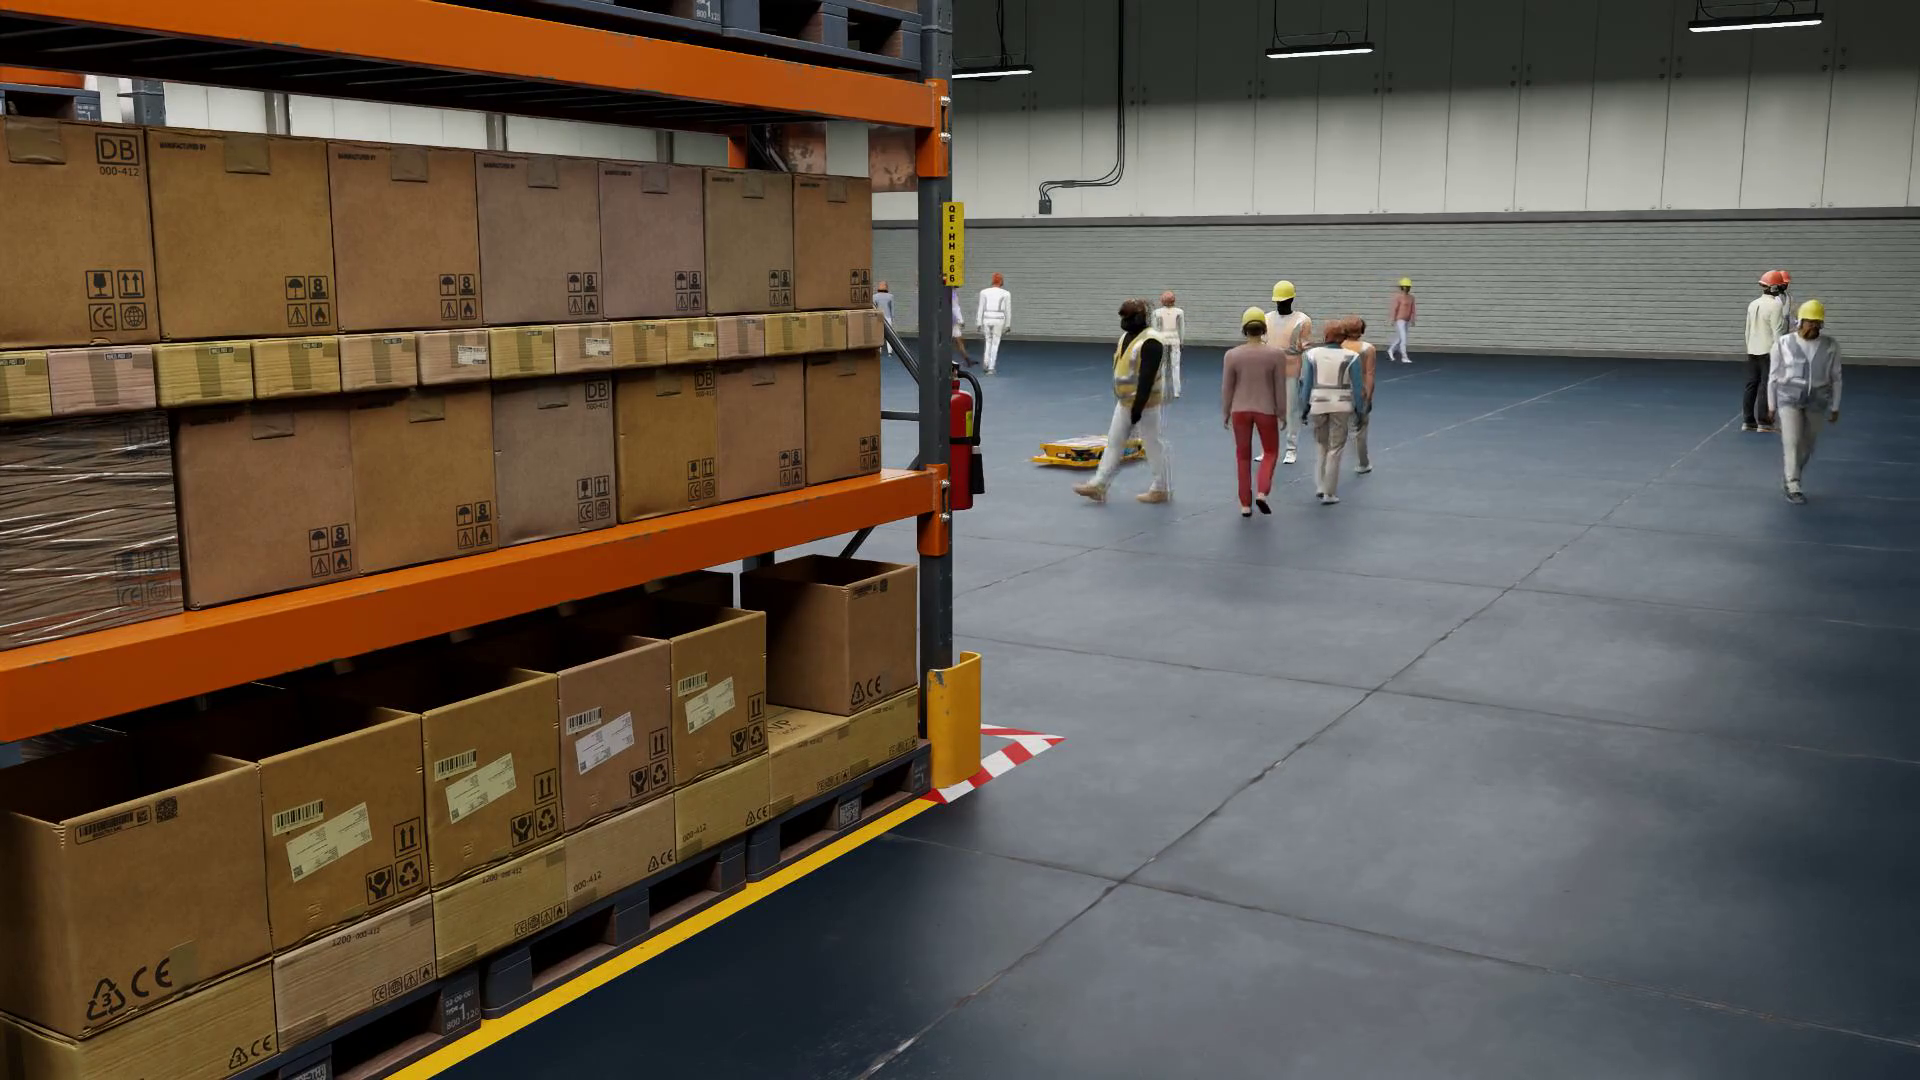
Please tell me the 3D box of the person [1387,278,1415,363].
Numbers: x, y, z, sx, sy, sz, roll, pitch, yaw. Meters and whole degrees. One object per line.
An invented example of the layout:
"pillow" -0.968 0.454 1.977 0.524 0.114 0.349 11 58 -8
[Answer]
"person" 9.075 -4.525 34.210 0.542 1.741 0.750 -6 11 -30

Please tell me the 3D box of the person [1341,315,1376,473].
"person" 3.840 -1.420 16.436 0.529 1.598 0.843 7 12 35

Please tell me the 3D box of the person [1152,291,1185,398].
"person" 3.187 -2.986 25.489 0.514 1.642 0.311 -1 10 -3

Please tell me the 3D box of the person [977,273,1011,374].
"person" 0.658 -4.002 30.789 0.594 1.857 0.684 4 10 22

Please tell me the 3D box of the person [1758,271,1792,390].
"person" 13.256 -3.389 26.977 0.543 1.939 0.361 -3 10 -18

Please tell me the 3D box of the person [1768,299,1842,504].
"person" 7.534 -1.251 14.880 0.591 1.806 0.779 2 10 12

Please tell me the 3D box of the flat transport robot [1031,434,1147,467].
"flat transport robot" 1.431 -0.952 17.586 0.652 0.197 1.431 8 12 37

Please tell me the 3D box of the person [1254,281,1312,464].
"person" 3.394 -1.763 17.515 0.585 1.920 0.373 7 12 34

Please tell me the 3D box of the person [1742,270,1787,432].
"person" 10.012 -2.339 20.666 0.381 1.996 0.608 -2 10 -10

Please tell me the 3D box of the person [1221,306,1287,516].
"person" 2.449 -1.063 13.868 0.553 1.753 0.350 3 10 16

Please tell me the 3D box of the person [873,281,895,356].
"person" -1.667 -4.805 36.160 0.507 1.632 0.268 -1 10 -6

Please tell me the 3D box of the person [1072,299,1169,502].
"person" 1.454 -1.193 14.541 0.937 1.793 0.637 -3 10 -19

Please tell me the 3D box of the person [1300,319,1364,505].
"person" 3.307 -1.132 14.671 0.550 1.617 0.541 7 12 34

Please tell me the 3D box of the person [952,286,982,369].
"person" -0.104 -4.226 32.054 1.040 1.870 0.554 0 10 -1
